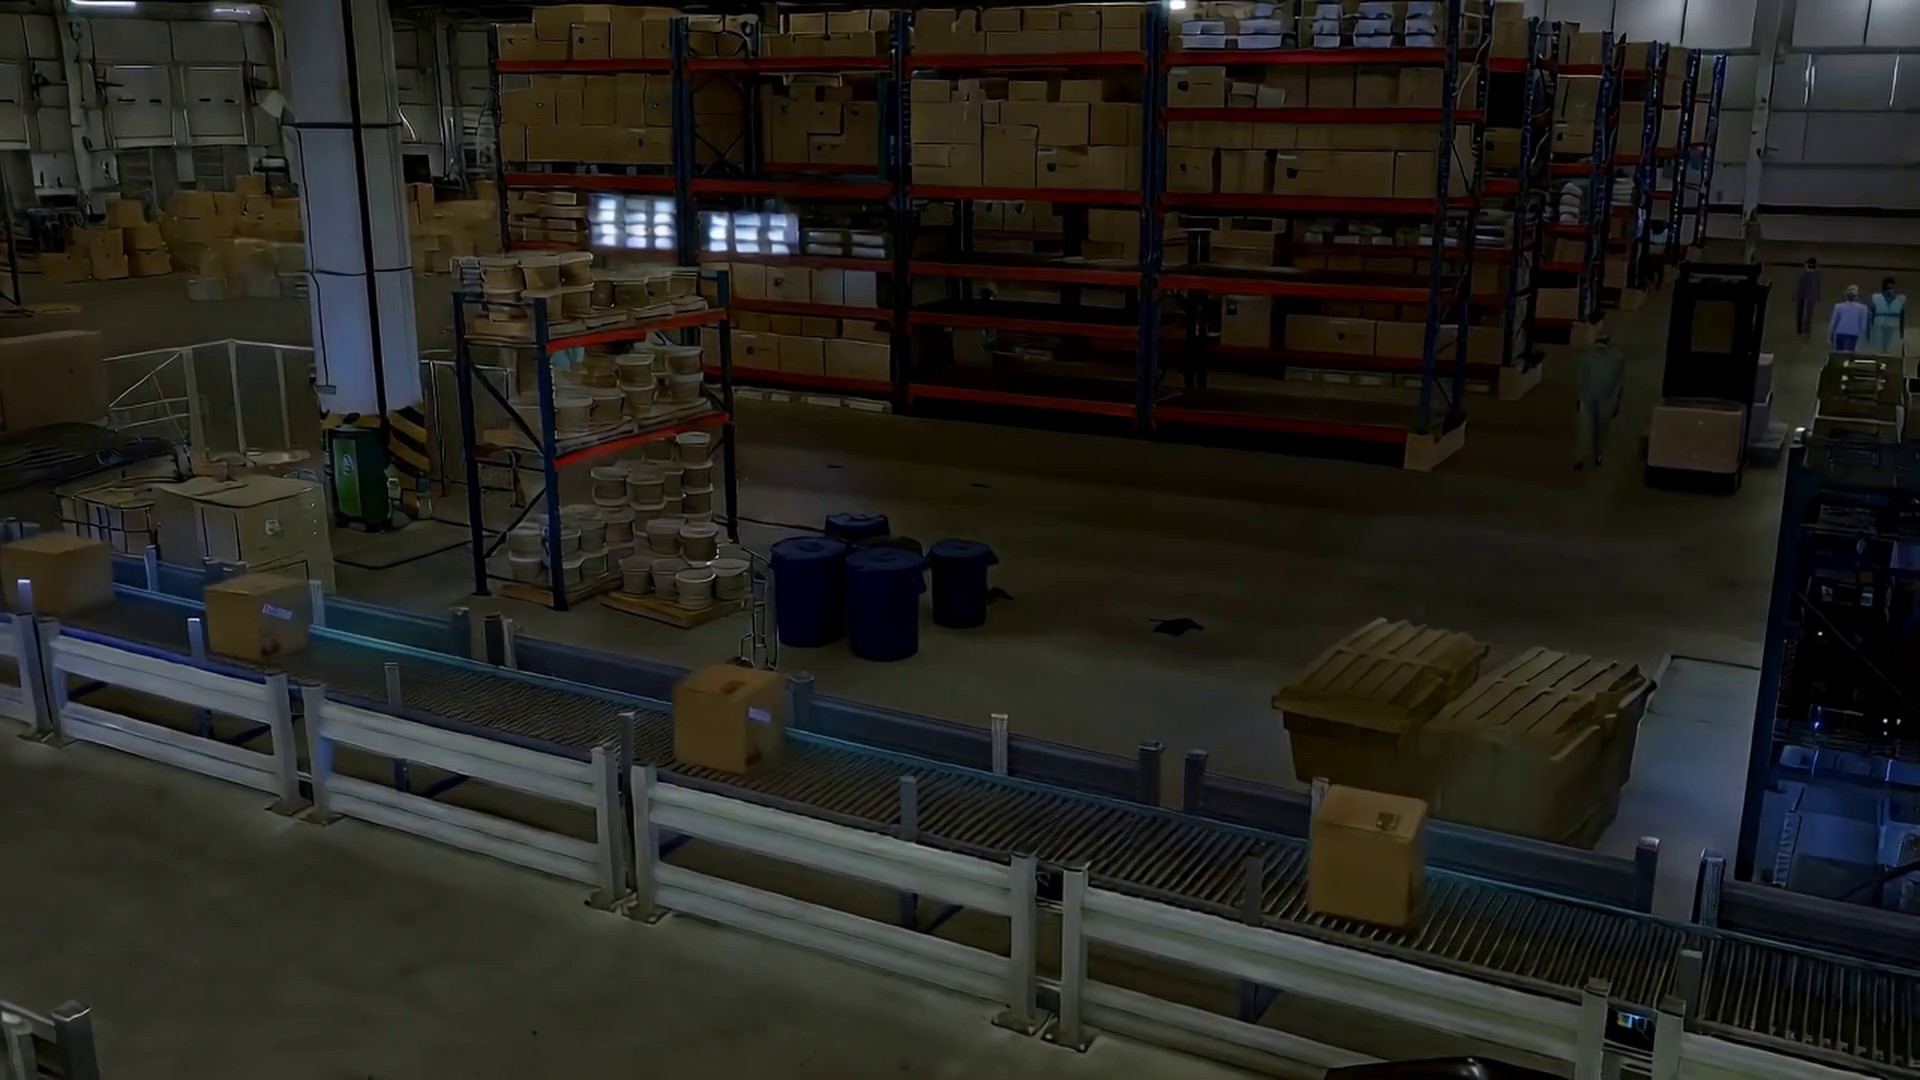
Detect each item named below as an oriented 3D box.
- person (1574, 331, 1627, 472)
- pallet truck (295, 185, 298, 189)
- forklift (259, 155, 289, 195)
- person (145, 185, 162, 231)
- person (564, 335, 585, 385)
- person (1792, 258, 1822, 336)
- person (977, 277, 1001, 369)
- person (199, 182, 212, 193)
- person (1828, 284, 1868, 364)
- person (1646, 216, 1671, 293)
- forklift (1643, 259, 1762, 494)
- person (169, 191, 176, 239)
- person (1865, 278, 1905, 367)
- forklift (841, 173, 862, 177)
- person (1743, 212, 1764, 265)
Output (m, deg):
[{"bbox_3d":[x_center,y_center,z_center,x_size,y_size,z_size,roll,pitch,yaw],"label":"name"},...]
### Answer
[{"bbox_3d":[8.440,-1.845,22.019,0.636,1.852,1.014,8,17,27],"label":"person"},{"bbox_3d":[-26.804,-14.617,69.738,1.885,1.965,0.823,-14,20,-42],"label":"pallet truck"},{"bbox_3d":[-24.419,-12.329,59.450,1.129,2.768,1.873,-6,16,-23],"label":"forklift"},{"bbox_3d":[-28.764,-11.713,59.229,0.988,1.800,0.516,-3,15,-13],"label":"person"},{"bbox_3d":[-6.089,-2.893,26.251,0.320,1.692,0.531,-1,15,-5],"label":"person"},{"bbox_3d":[17.536,-5.032,34.451,0.530,1.596,0.811,6,16,20],"label":"person"},{"bbox_3d":[0.536,-3.783,29.146,0.373,1.928,0.543,8,17,27],"label":"person"},{"bbox_3d":[-29.479,-13.177,65.066,0.525,1.617,0.705,-5,16,-18],"label":"person"},{"bbox_3d":[15.274,-3.537,28.652,0.541,1.707,0.957,6,16,23],"label":"person"},{"bbox_3d":[17.647,-7.221,42.098,0.392,1.915,0.587,-12,19,-39],"label":"person"},{"bbox_3d":[9.510,-2.140,21.144,1.129,2.768,1.873,8,17,28],"label":"forklift"},{"bbox_3d":[-25.283,-10.332,53.838,0.644,1.900,0.999,7,16,25],"label":"person"},{"bbox_3d":[16.075,-3.652,28.943,0.582,1.809,0.972,1,15,5],"label":"person"},{"bbox_3d":[-3.668,-11.581,56.638,1.873,2.768,1.129,-11,18,-35],"label":"forklift"},{"bbox_3d":[23.048,-8.727,48.377,0.514,1.588,0.851,8,17,26],"label":"person"}]
